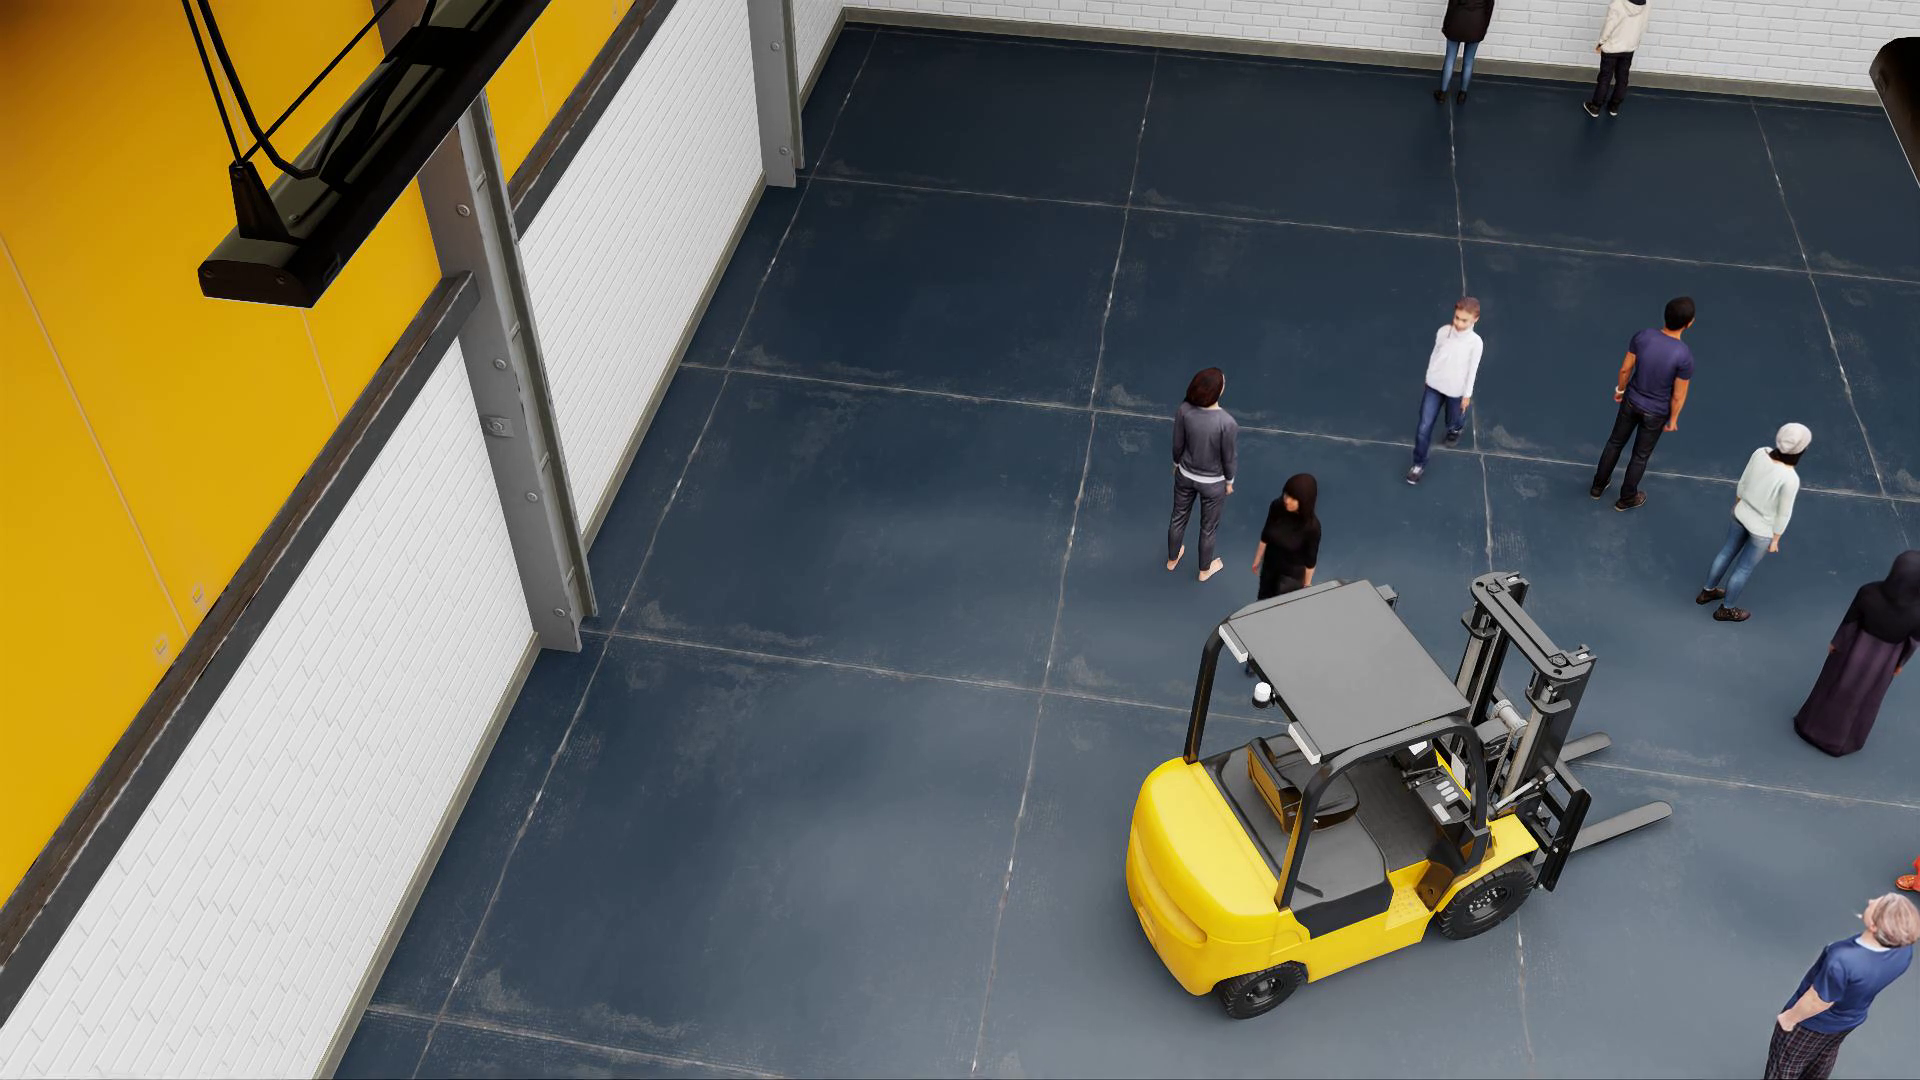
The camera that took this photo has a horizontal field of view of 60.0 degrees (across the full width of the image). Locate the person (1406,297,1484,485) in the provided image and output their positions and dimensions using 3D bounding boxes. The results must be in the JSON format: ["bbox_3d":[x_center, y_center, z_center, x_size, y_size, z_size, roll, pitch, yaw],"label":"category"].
[{"bbox_3d":[3.618,-1.157,12.229,0.766,1.537,1.033,24,49,23],"label":"person"}]

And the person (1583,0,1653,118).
[{"bbox_3d":[6.402,-4.800,16.112,0.622,1.455,0.583,-2,44,-2],"label":"person"}]

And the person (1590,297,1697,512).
[{"bbox_3d":[4.881,-0.969,11.846,0.731,1.792,0.717,-34,53,-30],"label":"person"}]

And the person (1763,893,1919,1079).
[{"bbox_3d":[4.341,2.345,8.310,0.740,1.872,0.736,-15,46,-15],"label":"person"}]

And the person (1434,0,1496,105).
[{"bbox_3d":[4.945,-5.040,16.232,0.639,1.637,0.625,4,44,4],"label":"person"}]

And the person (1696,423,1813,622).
[{"bbox_3d":[5.310,-0.135,11.078,0.704,1.644,0.580,-13,45,-14],"label":"person"}]

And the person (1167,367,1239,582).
[{"bbox_3d":[1.644,-0.446,11.315,0.676,1.768,0.643,22,48,21],"label":"person"}]

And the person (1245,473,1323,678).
[{"bbox_3d":[2.147,0.155,10.785,0.999,1.629,0.902,-31,52,-28],"label":"person"}]

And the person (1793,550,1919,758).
[{"bbox_3d":[5.597,0.685,10.239,0.689,1.614,0.703,24,48,23],"label":"person"}]
